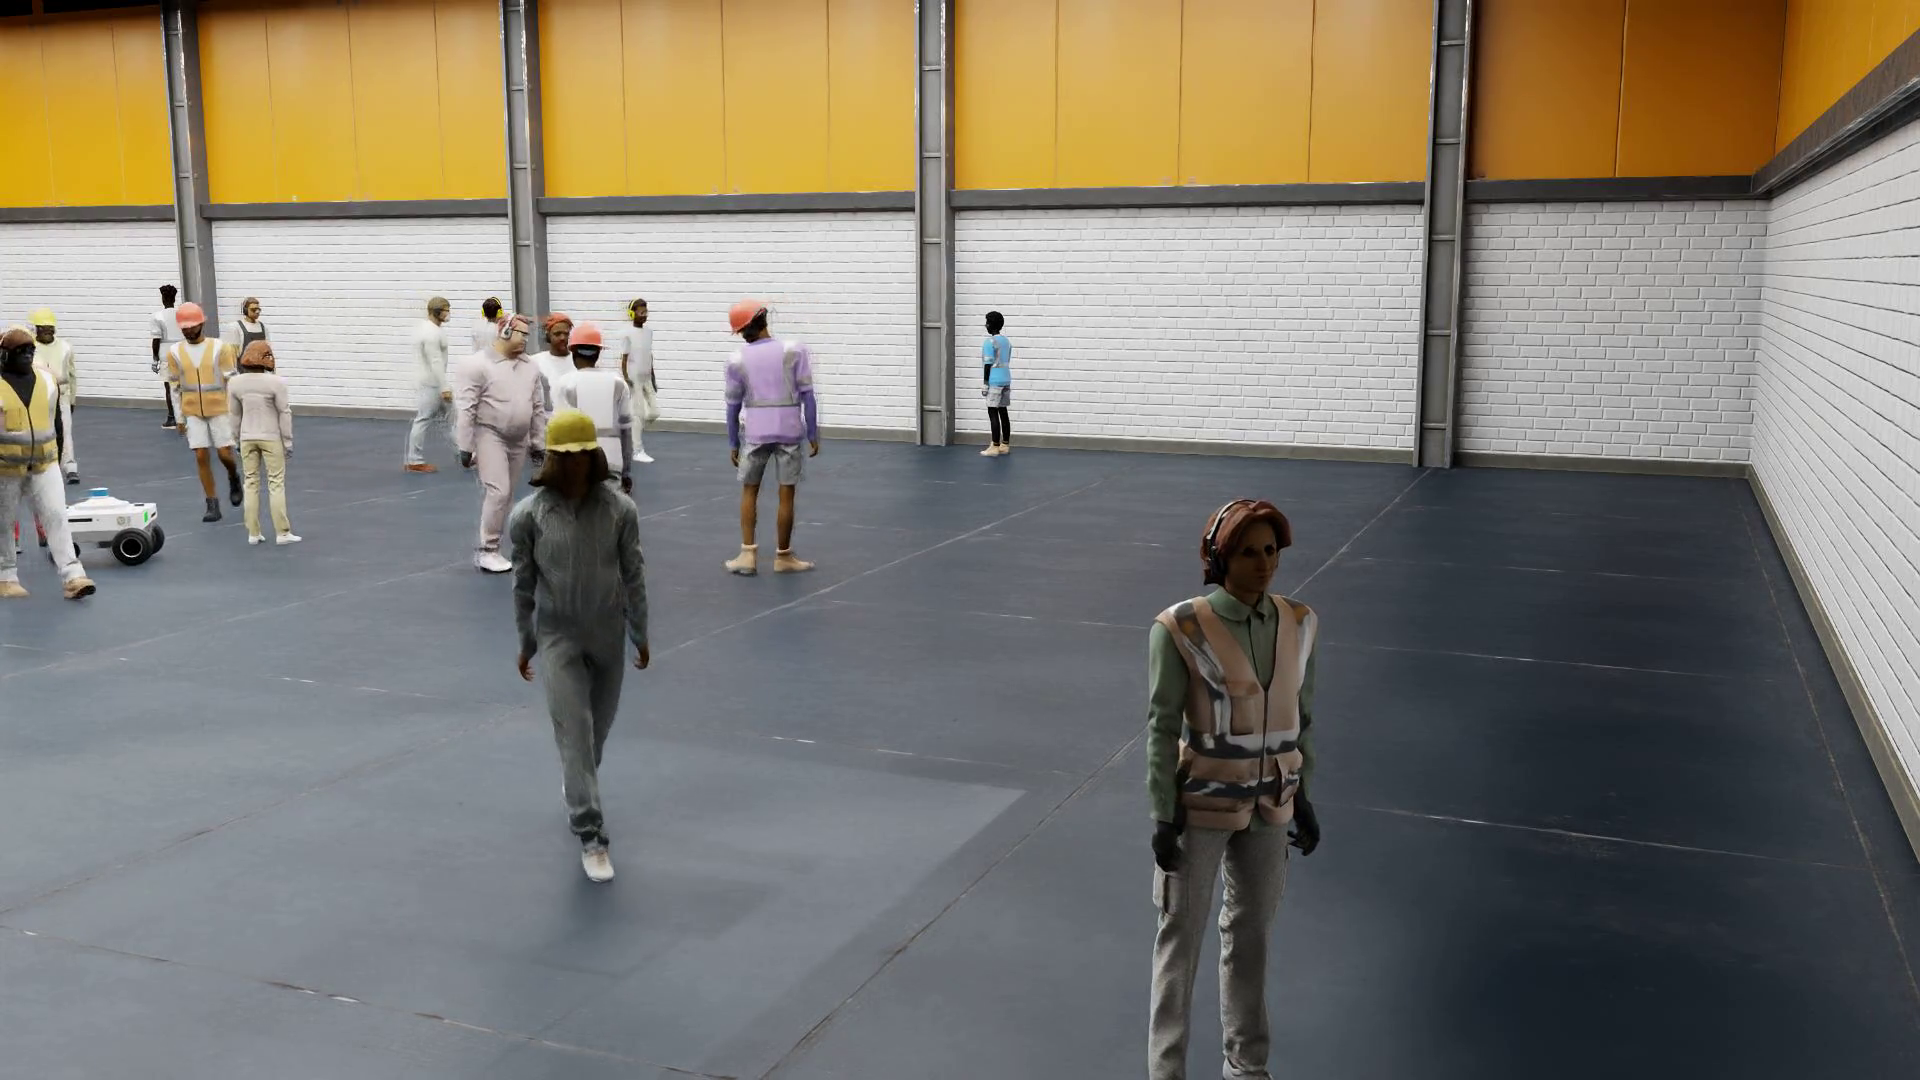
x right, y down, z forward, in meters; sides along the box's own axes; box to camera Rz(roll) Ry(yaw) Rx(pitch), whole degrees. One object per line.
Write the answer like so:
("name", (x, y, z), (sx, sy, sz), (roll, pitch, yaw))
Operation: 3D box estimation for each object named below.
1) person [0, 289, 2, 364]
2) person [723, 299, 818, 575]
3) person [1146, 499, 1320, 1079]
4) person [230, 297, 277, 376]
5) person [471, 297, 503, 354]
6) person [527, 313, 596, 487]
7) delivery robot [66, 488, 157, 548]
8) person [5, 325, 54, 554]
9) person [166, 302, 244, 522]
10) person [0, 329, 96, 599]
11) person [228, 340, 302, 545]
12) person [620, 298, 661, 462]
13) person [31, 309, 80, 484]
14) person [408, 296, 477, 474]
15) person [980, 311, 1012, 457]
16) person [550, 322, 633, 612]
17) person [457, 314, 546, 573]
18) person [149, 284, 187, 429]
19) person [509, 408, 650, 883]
("person", (-14.853, -3.002, 25.527), (0.615, 2.041, 0.391), (6, 11, 34))
("person", (-1.369, -0.718, 11.896), (0.712, 1.989, 0.412), (0, 9, 3))
("person", (0.697, 0.705, 4.277), (0.512, 1.642, 0.312), (-4, 10, -25))
("person", (-8.717, -2.083, 20.597), (0.511, 1.829, 0.551), (6, 11, 32))
("person", (-5.190, -1.771, 18.586), (0.518, 1.873, 0.328), (1, 9, 5))
("person", (-2.924, -0.757, 12.458), (0.620, 1.863, 0.719), (-6, 11, -32))
("delivery robot", (-6.415, -0.147, 12.440), (0.707, 0.478, 0.477), (-3, 10, -15))
("person", (-7.251, -0.783, 12.919), (0.325, 1.767, 0.533), (7, 12, 36))
("person", (-6.572, -1.119, 14.532), (0.593, 1.906, 0.645), (-2, 9, -9))
("person", (-6.142, -0.474, 10.954), (0.944, 1.798, 0.632), (7, 12, 38))
("person", (-5.556, -0.772, 13.250), (0.501, 1.633, 0.283), (1, 9, 6))
("person", (-3.631, -1.807, 18.853), (0.440, 1.853, 0.552), (5, 11, 30))
("person", (-9.332, -1.461, 16.999), (0.592, 1.787, 0.947), (-7, 12, -37))
("person", (-5.479, -1.642, 17.726), (0.963, 1.890, 0.658), (-2, 10, -11))
("person", (0.423, -1.822, 19.447), (0.319, 1.694, 0.532), (5, 11, 28))
("person", (-2.361, -0.483, 10.831), (0.553, 1.868, 1.063), (-5, 11, -28))
("person", (-3.315, -0.702, 12.115), (0.569, 1.875, 0.683), (6, 11, 31))
("person", (-10.727, -2.497, 22.697), (0.367, 1.967, 0.600), (9, 13, 42))
("person", (-1.440, 0.341, 6.278), (0.495, 1.706, 0.853), (-5, 11, -27))
